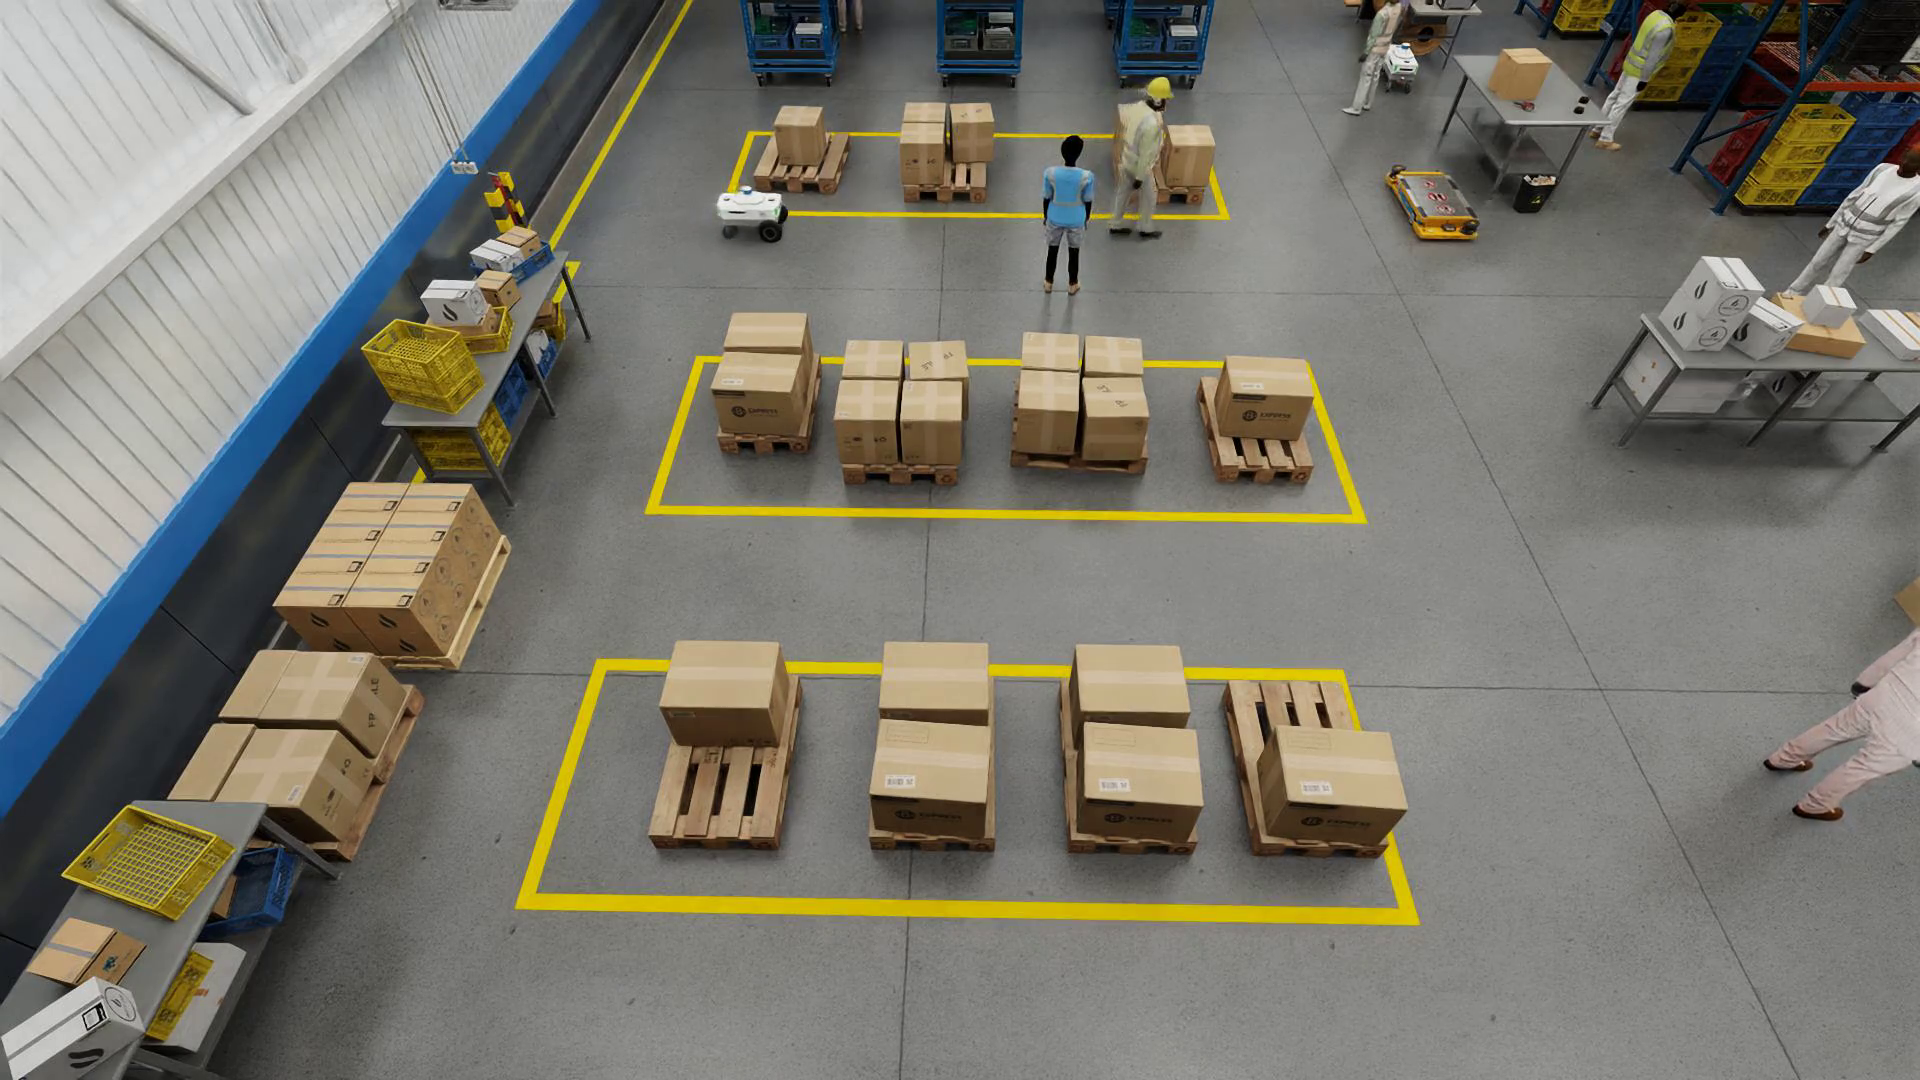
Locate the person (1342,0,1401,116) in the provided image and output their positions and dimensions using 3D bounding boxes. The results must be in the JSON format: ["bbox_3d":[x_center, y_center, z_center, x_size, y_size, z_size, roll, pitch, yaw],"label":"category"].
[{"bbox_3d":[5.584,-6.578,12.319,0.549,1.634,0.311,-35,58,-26],"label":"person"}]

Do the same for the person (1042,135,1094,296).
[{"bbox_3d":[1.093,-3.310,9.442,0.529,1.697,0.321,10,50,9],"label":"person"}]

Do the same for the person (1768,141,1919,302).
[{"bbox_3d":[8.847,-3.021,9.071,0.355,1.885,0.574,-12,50,-10],"label":"person"}]

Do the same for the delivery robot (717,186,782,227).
[{"bbox_3d":[-2.423,-3.843,10.596,0.707,0.478,0.477,1,49,1],"label":"delivery robot"}]

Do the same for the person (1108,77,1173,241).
[{"bbox_3d":[2.081,-4.187,10.127,0.736,1.798,0.611,-8,50,-7],"label":"person"}]

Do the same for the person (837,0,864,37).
[{"bbox_3d":[-1.745,-8.813,14.021,0.624,1.984,0.413,-19,52,-16],"label":"person"}]

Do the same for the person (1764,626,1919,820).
[{"bbox_3d":[5.720,1.061,5.532,0.401,1.900,0.650,1,49,1],"label":"person"}]

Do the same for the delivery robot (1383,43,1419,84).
[{"bbox_3d":[6.372,-6.919,13.258,0.477,0.478,0.707,5,49,4],"label":"delivery robot"}]

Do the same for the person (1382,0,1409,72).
[{"bbox_3d":[6.371,-7.822,13.197,0.370,1.932,0.627,13,50,11],"label":"person"}]

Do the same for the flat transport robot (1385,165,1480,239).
[{"bbox_3d":[5.692,-4.094,11.059,0.652,0.197,1.431,1,49,1],"label":"flat transport robot"}]

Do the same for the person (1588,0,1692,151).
[{"bbox_3d":[8.630,-5.947,11.636,0.430,1.838,0.619,9,50,8],"label":"person"}]
